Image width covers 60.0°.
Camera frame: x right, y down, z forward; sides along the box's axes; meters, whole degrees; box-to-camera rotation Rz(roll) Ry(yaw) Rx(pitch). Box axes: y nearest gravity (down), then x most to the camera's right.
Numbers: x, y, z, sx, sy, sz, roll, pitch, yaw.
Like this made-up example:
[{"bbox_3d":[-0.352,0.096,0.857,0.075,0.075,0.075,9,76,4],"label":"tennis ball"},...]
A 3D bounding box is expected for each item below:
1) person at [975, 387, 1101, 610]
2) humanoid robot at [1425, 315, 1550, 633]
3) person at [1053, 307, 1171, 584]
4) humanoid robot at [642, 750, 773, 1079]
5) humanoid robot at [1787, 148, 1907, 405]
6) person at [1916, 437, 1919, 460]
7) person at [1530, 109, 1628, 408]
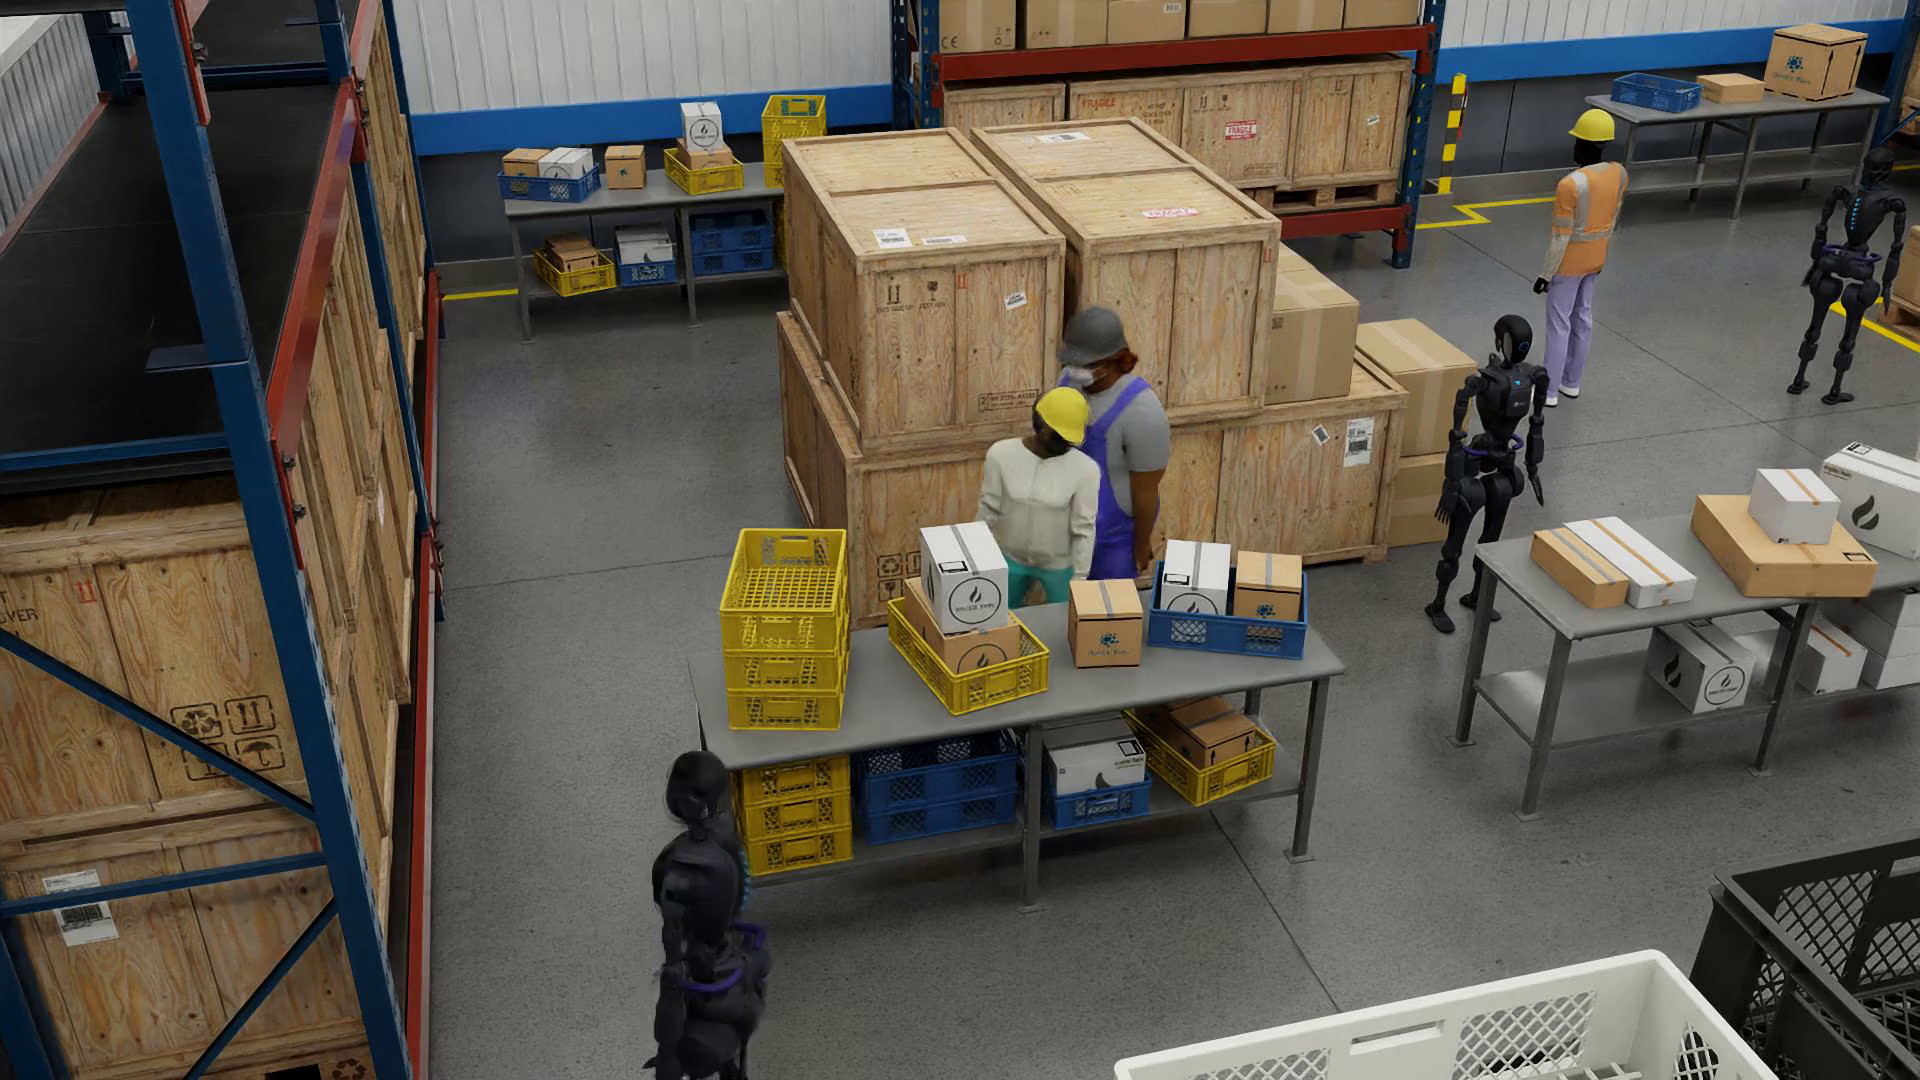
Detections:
[{"bbox_3d":[0.336,0.085,7.474,0.584,1.701,0.432,9,30,16],"label":"person"},{"bbox_3d":[2.622,-0.322,8.227,0.589,1.657,0.327,-11,31,-19],"label":"humanoid robot"},{"bbox_3d":[0.590,-0.131,7.520,0.535,2.000,0.697,-19,34,-30],"label":"person"},{"bbox_3d":[-0.807,1.411,5.116,0.516,1.622,0.653,9,30,16],"label":"humanoid robot"},{"bbox_3d":[5.749,-1.712,10.750,0.327,1.657,0.585,-21,35,-33],"label":"humanoid robot"},{"bbox_3d":[4.848,-0.388,8.044,0.615,1.985,0.401,-15,32,-25],"label":"person"},{"bbox_3d":[3.916,-1.784,10.636,0.585,1.928,0.366,-18,34,-29],"label":"person"}]
